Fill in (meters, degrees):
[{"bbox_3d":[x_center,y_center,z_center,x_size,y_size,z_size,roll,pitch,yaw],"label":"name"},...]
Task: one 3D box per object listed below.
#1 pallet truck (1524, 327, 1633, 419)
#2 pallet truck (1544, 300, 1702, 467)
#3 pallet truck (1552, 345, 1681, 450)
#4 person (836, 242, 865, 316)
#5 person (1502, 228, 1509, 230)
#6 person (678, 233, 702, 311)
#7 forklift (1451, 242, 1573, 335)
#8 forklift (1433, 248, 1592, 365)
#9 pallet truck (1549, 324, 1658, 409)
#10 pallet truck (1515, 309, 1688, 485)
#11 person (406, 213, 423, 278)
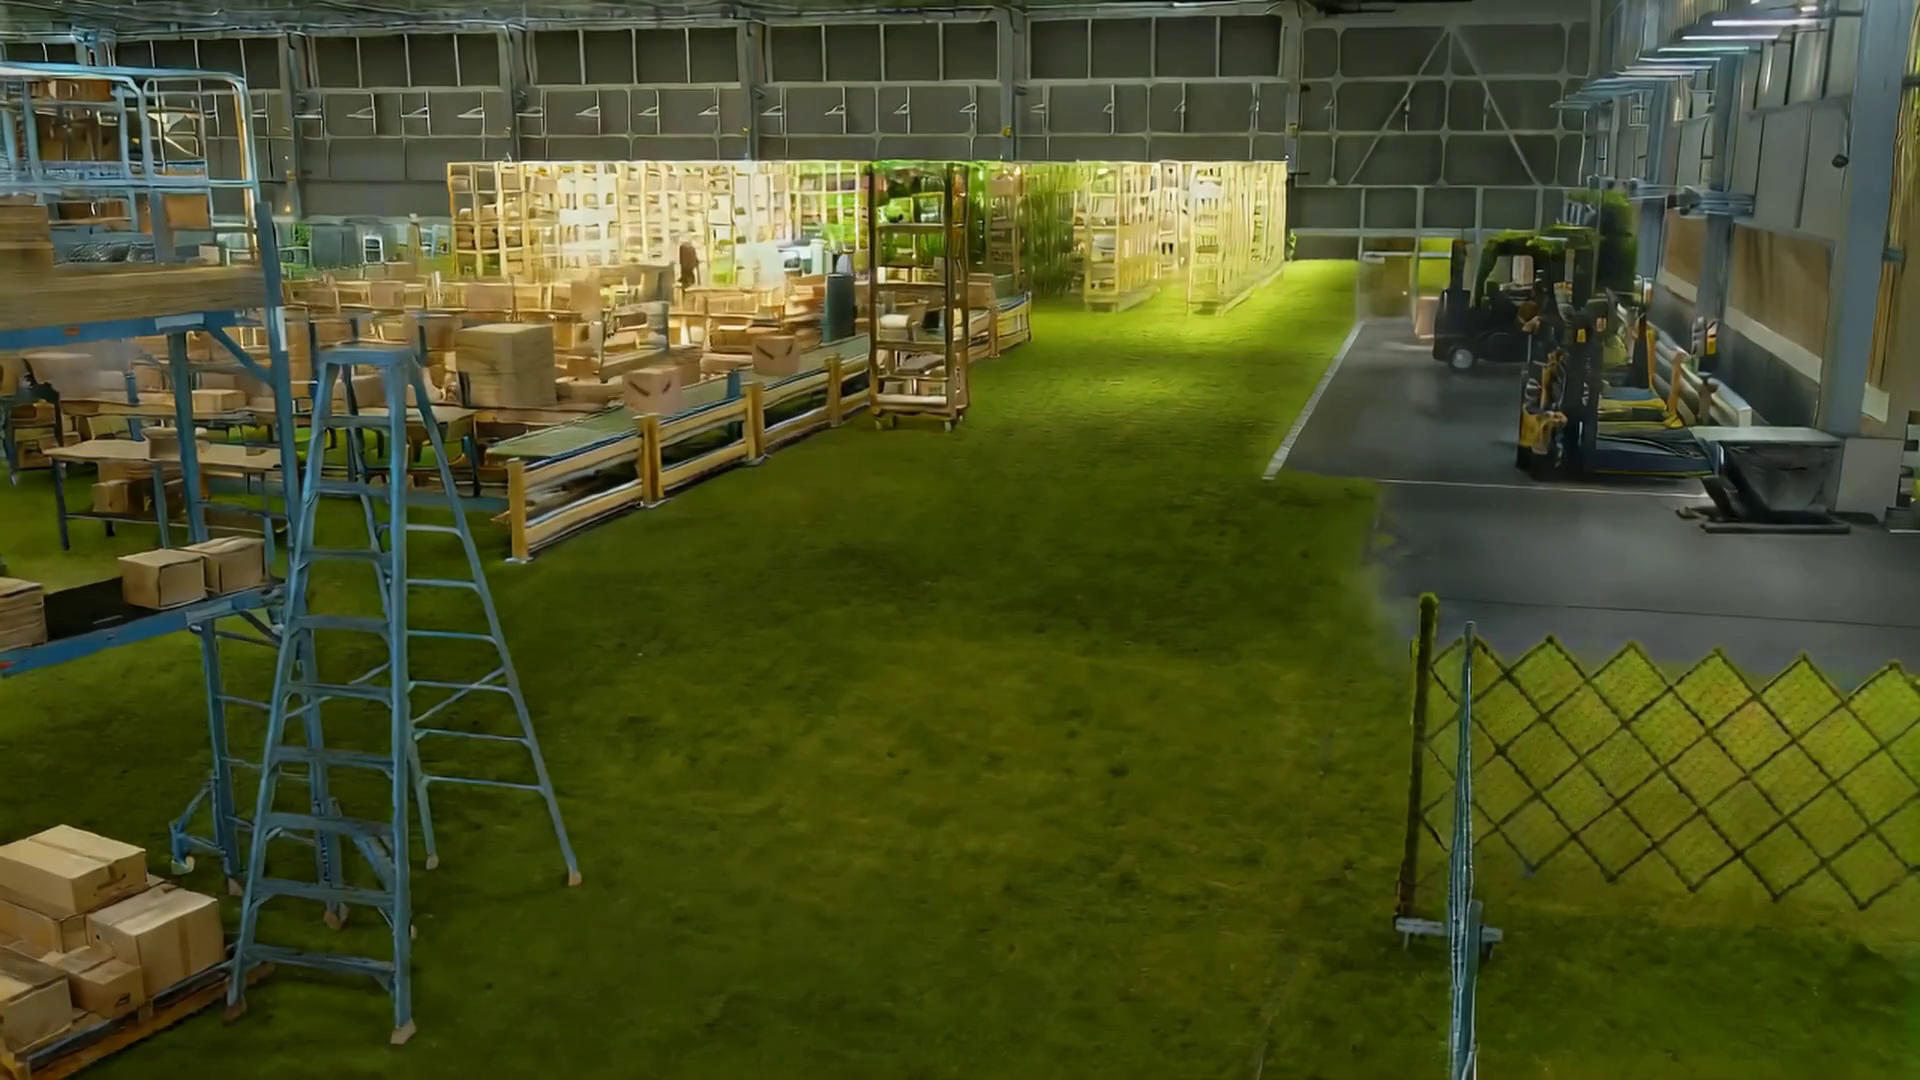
[{"bbox_3d":[9.065,-2.460,24.370,1.522,1.261,0.704,3,13,14],"label":"pallet truck"},{"bbox_3d":[8.263,-1.952,20.631,1.885,1.965,0.823,5,14,20],"label":"pallet truck"},{"bbox_3d":[8.641,-1.896,21.908,1.630,1.274,0.653,4,14,16],"label":"pallet truck"},{"bbox_3d":[-2.582,-5.942,38.275,0.658,1.809,0.602,2,13,8],"label":"person"},{"bbox_3d":[14.744,-7.504,44.994,0.573,1.831,0.408,0,13,0],"label":"person"},{"bbox_3d":[-6.606,-6.556,40.759,0.448,1.891,0.648,7,15,29],"label":"person"},{"bbox_3d":[10.464,-4.597,31.405,2.680,1.987,1.157,4,14,16],"label":"forklift"},{"bbox_3d":[9.780,-4.111,29.280,2.680,1.987,1.157,3,13,14],"label":"forklift"},{"bbox_3d":[9.824,-2.669,25.407,1.601,1.201,0.680,4,14,16],"label":"pallet truck"},{"bbox_3d":[7.554,-1.677,19.446,1.885,1.965,0.823,3,13,14],"label":"pallet truck"},{"bbox_3d":[-17.019,-9.159,51.770,0.376,1.995,0.612,-7,15,-28],"label":"person"}]
